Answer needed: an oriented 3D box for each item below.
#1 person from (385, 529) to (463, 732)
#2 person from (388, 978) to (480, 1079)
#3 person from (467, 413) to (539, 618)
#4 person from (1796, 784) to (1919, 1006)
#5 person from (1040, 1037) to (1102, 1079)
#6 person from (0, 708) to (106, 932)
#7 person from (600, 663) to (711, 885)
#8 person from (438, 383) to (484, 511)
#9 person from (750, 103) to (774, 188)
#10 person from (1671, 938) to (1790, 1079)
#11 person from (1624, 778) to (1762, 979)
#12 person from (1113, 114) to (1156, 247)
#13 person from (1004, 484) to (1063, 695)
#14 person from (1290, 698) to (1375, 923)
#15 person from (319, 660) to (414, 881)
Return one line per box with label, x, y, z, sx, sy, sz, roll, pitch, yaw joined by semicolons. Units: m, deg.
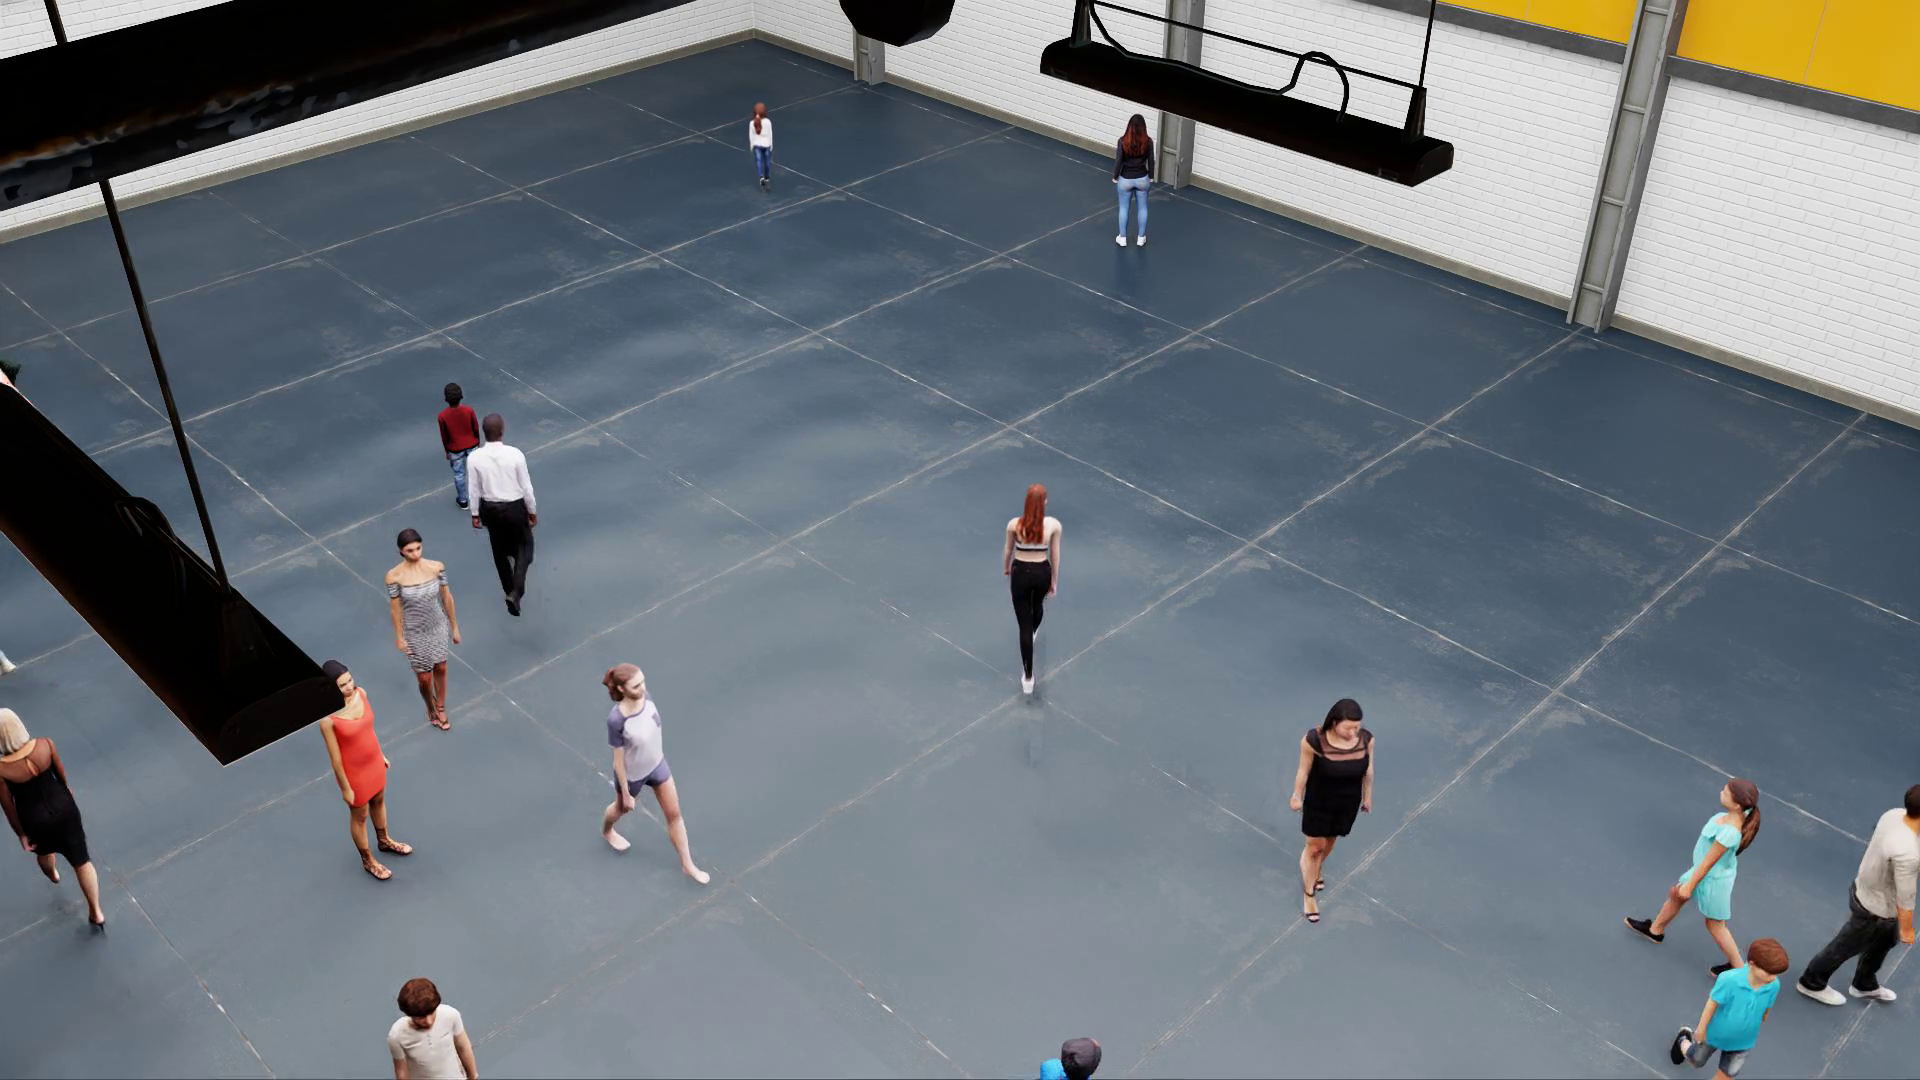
person;-4.031;0.657;12.439;0.647;1.814;0.624;-21;39;-28
person;-2.853;2.979;9.090;0.614;1.654;0.607;-17;37;-24
person;-3.722;-0.162;13.664;1.008;1.821;1.104;-7;34;-10
person;5.500;2.182;10.164;0.941;1.792;0.849;13;36;19
person;0.478;3.224;8.619;0.753;1.768;1.065;-23;40;-31
person;-5.849;1.850;10.753;0.592;1.693;1.051;-28;43;-36
person;-2.223;1.533;11.205;1.195;1.720;0.720;21;39;28
person;-4.559;-0.866;15.236;0.539;1.254;0.546;-18;38;-25
person;-2.609;-5.202;21.900;0.689;1.097;0.795;-4;34;-7
person;4.423;2.772;9.605;0.869;1.427;0.886;4;34;7
person;4.800;2.162;10.436;1.079;1.524;0.645;24;40;31
person;2.107;-4.369;20.162;0.727;1.634;0.781;-1;34;-1
person;0.544;0.390;12.949;1.105;1.694;1.204;-1;34;-2
person;2.423;1.685;10.989;0.855;1.706;0.912;-5;34;-7
person;-4.055;1.525;11.218;0.662;1.719;0.662;11;35;16
